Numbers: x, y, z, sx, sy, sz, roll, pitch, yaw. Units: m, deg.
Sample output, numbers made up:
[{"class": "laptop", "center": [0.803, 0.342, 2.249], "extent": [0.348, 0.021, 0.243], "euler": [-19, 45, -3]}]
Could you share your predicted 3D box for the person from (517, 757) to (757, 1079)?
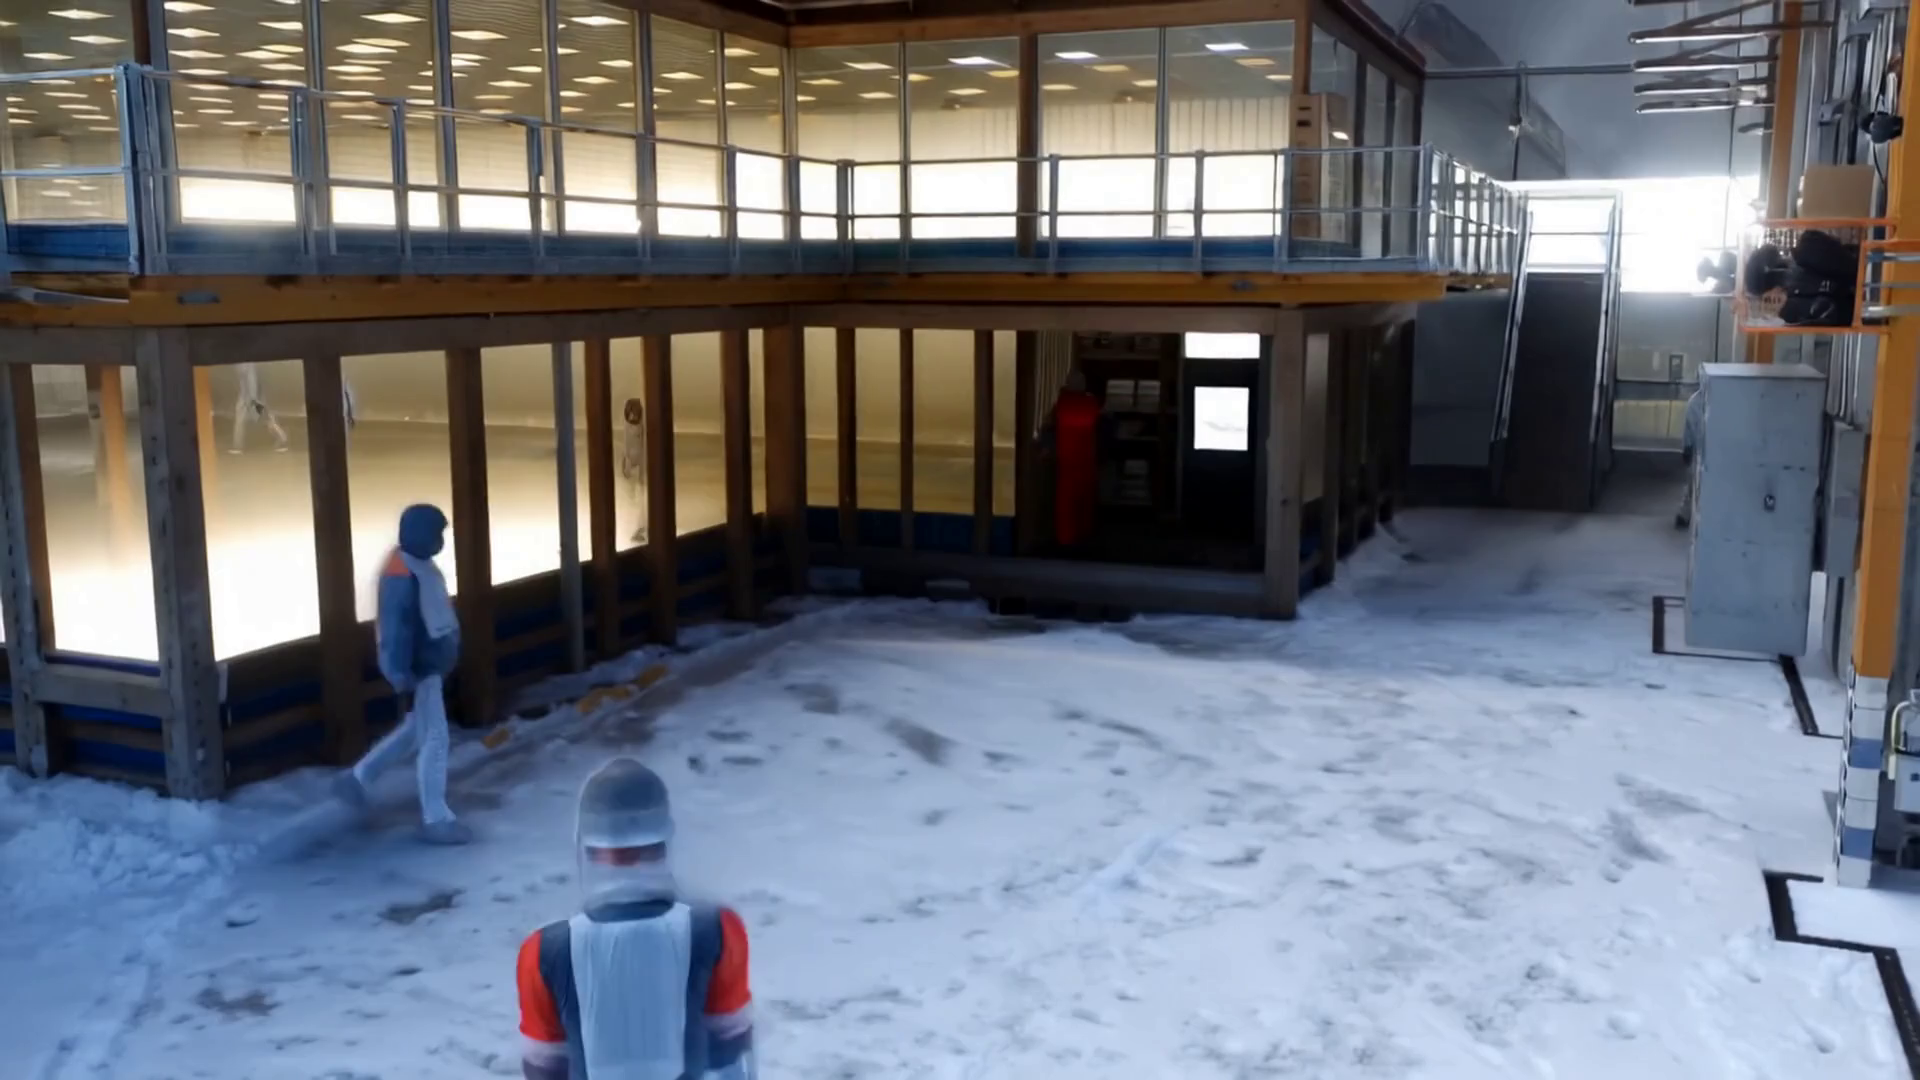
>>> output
[{"class": "person", "center": [-0.758, 1.475, 3.954], "extent": [0.552, 1.919, 0.806], "euler": [-1, 9, -7]}]

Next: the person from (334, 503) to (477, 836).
[{"class": "person", "center": [-3.050, 0.704, 9.039], "extent": [0.709, 1.816, 0.640], "euler": [-1, 9, -9]}]

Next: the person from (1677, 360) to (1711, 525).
[{"class": "person", "center": [8.930, -1.160, 19.999], "extent": [0.608, 1.987, 0.405], "euler": [-5, 10, -26]}]
